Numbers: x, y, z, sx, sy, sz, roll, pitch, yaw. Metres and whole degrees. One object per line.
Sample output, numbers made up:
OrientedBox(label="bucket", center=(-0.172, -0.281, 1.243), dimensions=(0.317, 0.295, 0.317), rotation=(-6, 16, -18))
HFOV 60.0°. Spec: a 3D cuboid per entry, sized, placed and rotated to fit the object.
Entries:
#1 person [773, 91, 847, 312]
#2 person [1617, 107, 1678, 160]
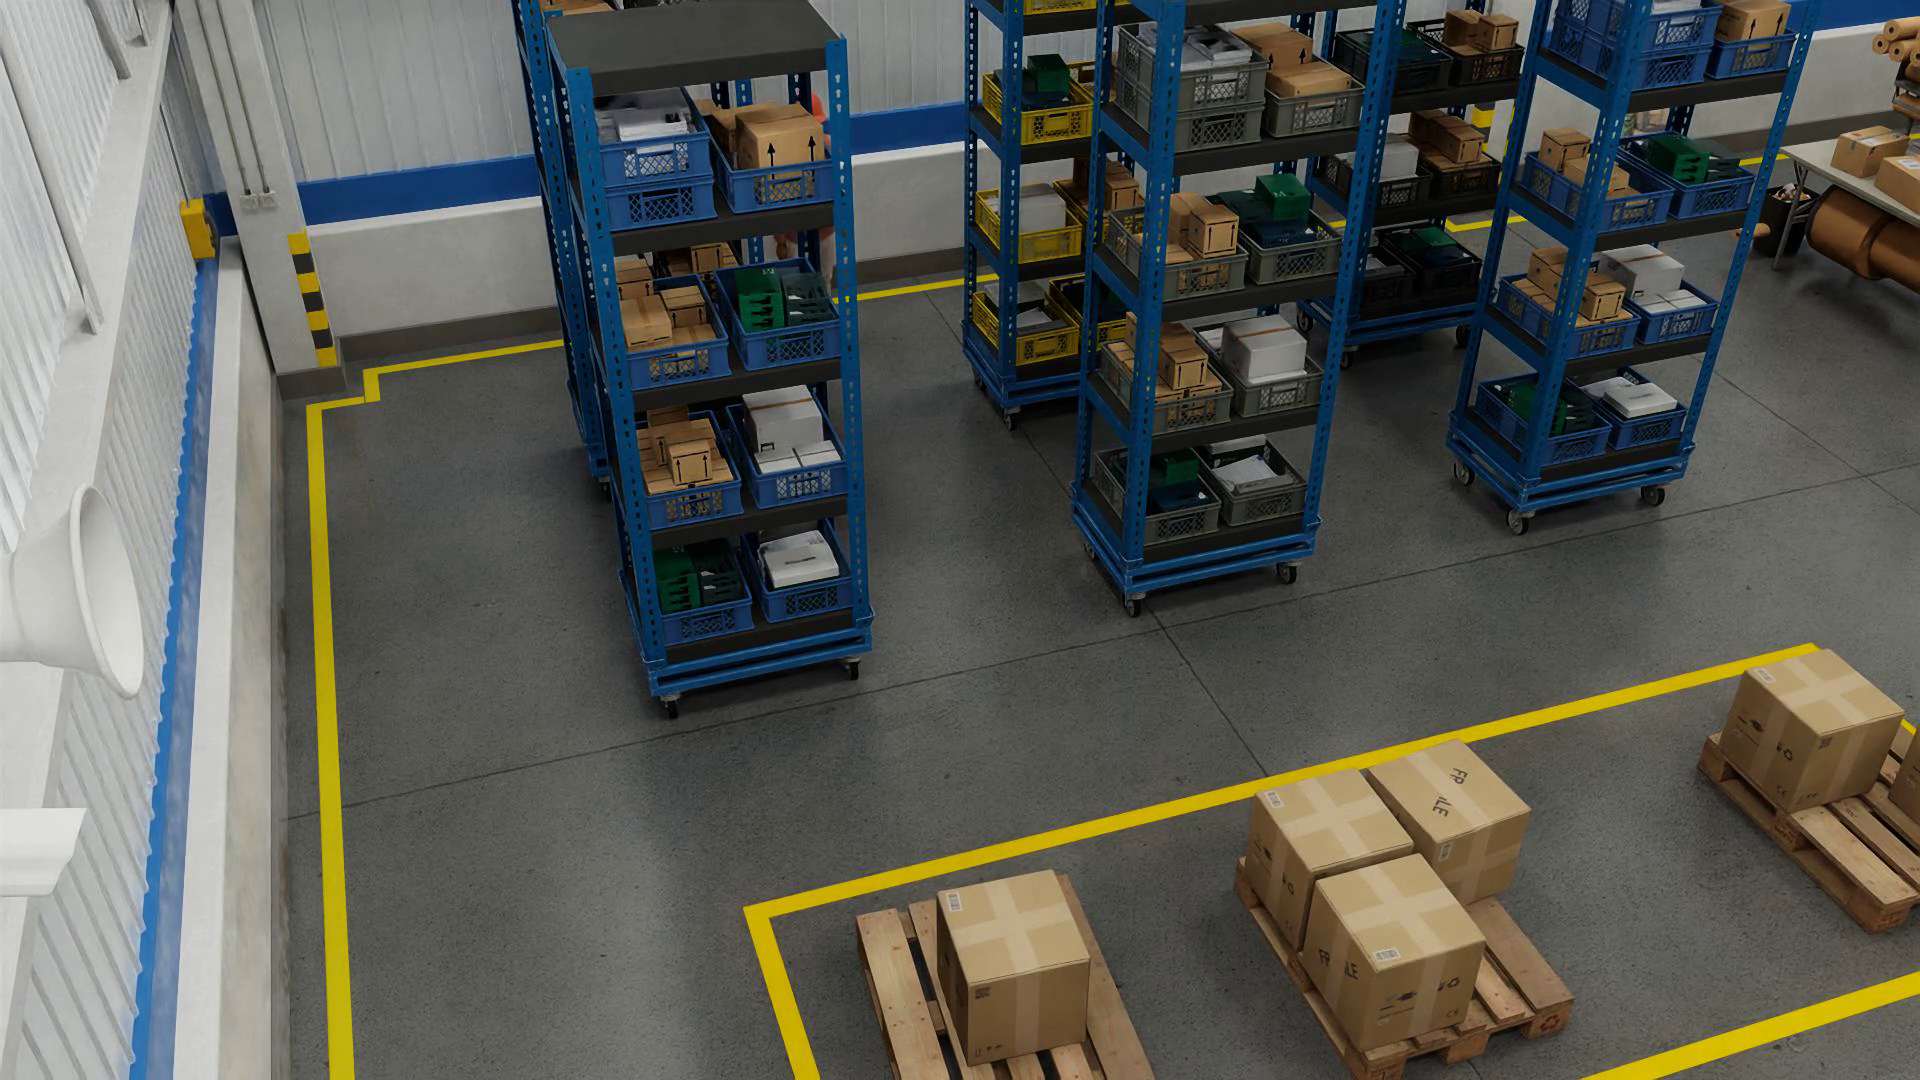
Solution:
OrientedBox(label="person", center=(-1.048, -2.171, 11.626), dimensions=(0.609, 1.995, 0.378), rotation=(-26, 43, -32))
OrientedBox(label="person", center=(5.453, -3.132, 13.300), dimensions=(0.519, 1.633, 0.312), rotation=(-9, 36, -12))
